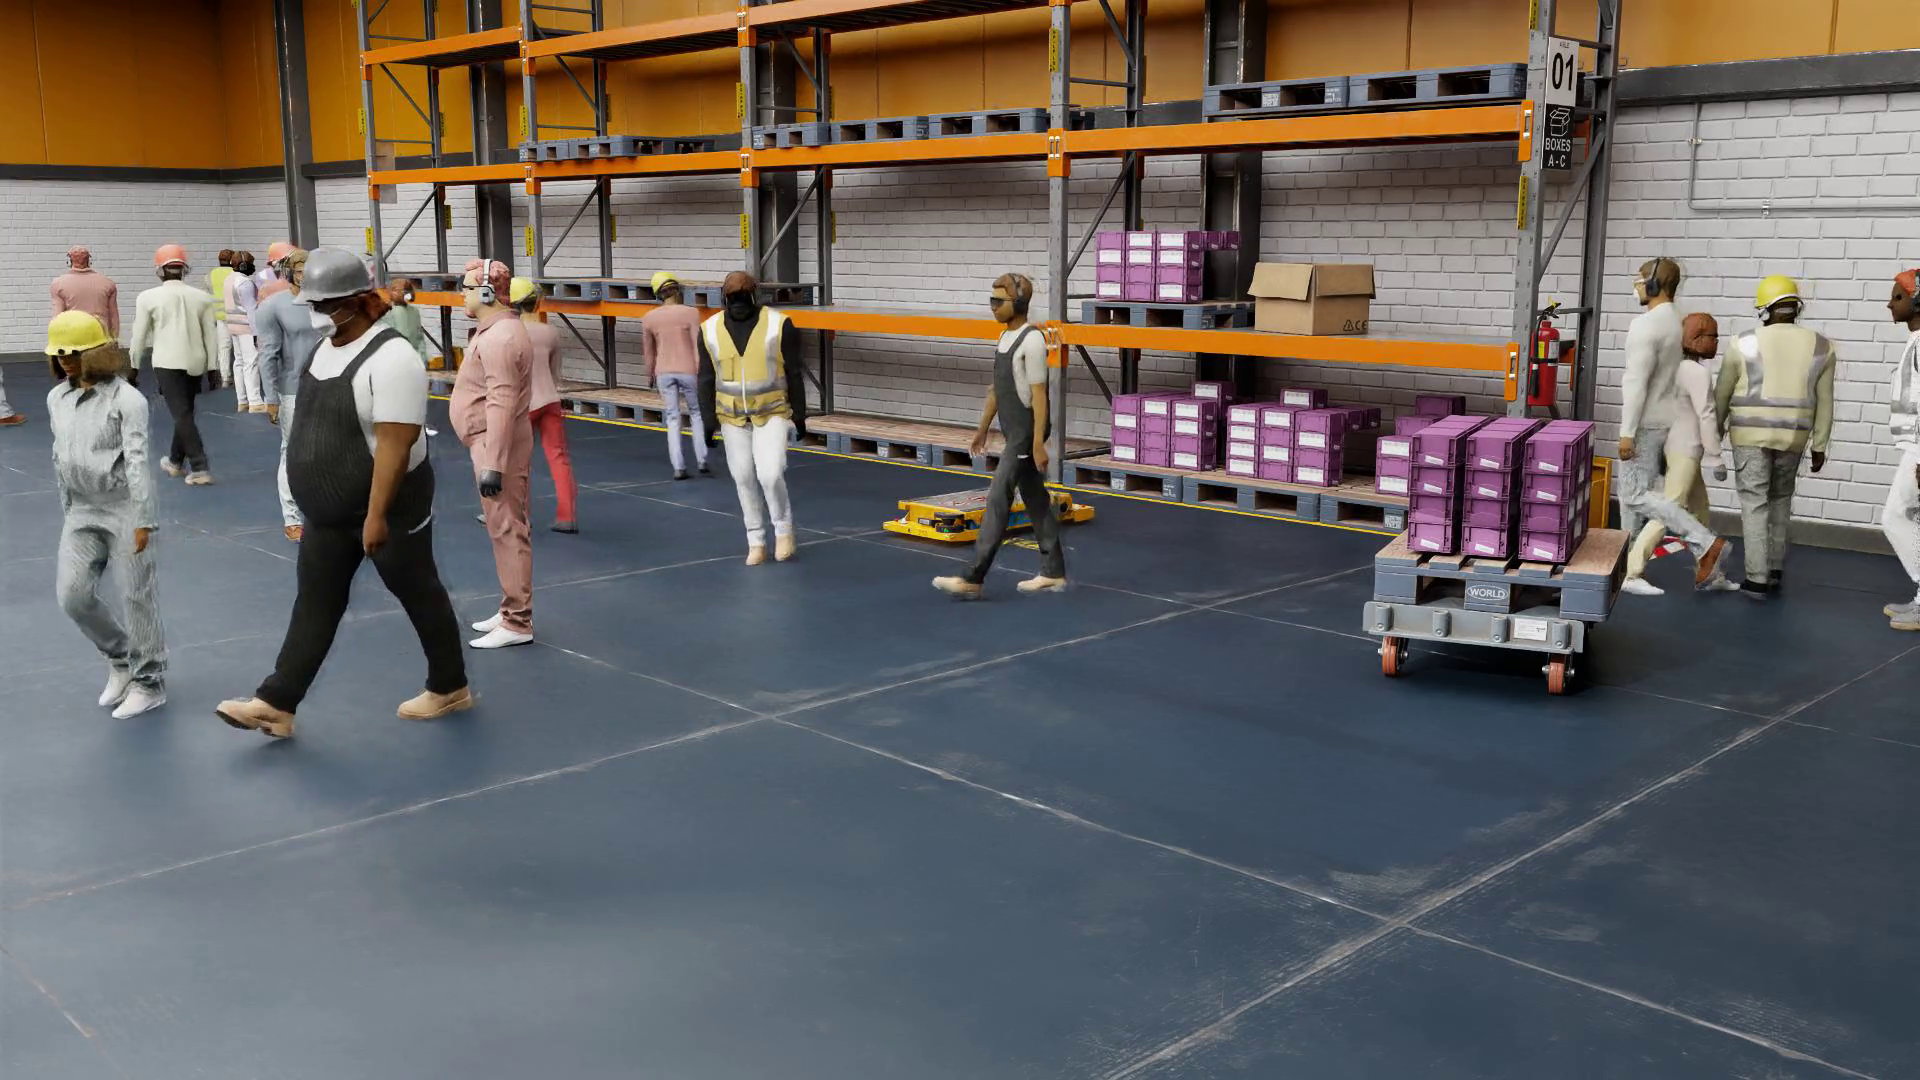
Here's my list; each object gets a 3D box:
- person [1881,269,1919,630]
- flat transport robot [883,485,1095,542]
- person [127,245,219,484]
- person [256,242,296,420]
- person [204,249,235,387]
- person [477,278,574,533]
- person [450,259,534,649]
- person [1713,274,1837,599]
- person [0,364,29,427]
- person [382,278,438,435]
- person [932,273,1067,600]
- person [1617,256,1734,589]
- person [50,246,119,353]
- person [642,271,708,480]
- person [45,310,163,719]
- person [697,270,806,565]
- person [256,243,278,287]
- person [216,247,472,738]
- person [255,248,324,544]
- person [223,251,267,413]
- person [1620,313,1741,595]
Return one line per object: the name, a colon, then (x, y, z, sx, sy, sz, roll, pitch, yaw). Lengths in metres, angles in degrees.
person: (4.994, -0.467, 8.609, 0.467, 1.859, 0.591, 5, 12, 26)
flat transport robot: (0.217, -0.201, 11.467, 1.431, 0.197, 0.652, -10, 14, -44)
person: (-6.457, -1.442, 13.682, 1.023, 1.943, 0.624, 8, 13, 38)
person: (-5.713, -1.566, 14.302, 0.633, 1.964, 0.647, 6, 12, 31)
person: (-9.694, -2.948, 22.171, 0.625, 1.841, 0.429, 2, 11, 11)
person: (-2.985, -0.908, 11.340, 0.834, 1.722, 0.560, 6, 12, 29)
person: (-2.299, -0.424, 8.224, 0.408, 1.909, 0.640, -2, 11, -12)
person: (4.554, -0.593, 9.419, 0.593, 1.799, 0.643, 1, 10, 6)
person: (-10.257, -2.090, 17.369, 0.700, 1.883, 0.903, 9, 13, 39)
person: (-5.717, -1.883, 17.029, 0.832, 1.597, 0.510, 4, 11, 22)
person: (0.214, -0.570, 9.268, 0.898, 1.803, 0.541, -2, 11, -13)
person: (3.981, -0.638, 9.384, 0.766, 1.912, 0.631, 9, 14, 41)
person: (-9.101, -2.094, 17.330, 0.642, 1.910, 0.401, -9, 14, -41)
person: (-2.374, -1.368, 13.832, 0.565, 1.723, 0.456, 1, 10, 4)
person: (-3.576, -0.096, 6.942, 0.501, 1.716, 0.382, 2, 11, 12)
person: (-1.282, -0.735, 10.184, 0.656, 1.813, 0.457, 1, 10, 7)
person: (-8.812, -2.894, 21.635, 0.589, 1.927, 0.387, -3, 11, -18)
person: (-2.443, -0.204, 6.656, 0.694, 2.000, 1.051, 8, 13, 38)
person: (-4.318, -0.957, 11.040, 0.354, 1.937, 0.635, 9, 13, 39)
person: (-8.156, -2.378, 19.055, 0.626, 1.844, 0.429, 10, 14, 44)
person: (4.098, -0.469, 9.340, 0.750, 1.599, 0.512, 1, 10, 6)
